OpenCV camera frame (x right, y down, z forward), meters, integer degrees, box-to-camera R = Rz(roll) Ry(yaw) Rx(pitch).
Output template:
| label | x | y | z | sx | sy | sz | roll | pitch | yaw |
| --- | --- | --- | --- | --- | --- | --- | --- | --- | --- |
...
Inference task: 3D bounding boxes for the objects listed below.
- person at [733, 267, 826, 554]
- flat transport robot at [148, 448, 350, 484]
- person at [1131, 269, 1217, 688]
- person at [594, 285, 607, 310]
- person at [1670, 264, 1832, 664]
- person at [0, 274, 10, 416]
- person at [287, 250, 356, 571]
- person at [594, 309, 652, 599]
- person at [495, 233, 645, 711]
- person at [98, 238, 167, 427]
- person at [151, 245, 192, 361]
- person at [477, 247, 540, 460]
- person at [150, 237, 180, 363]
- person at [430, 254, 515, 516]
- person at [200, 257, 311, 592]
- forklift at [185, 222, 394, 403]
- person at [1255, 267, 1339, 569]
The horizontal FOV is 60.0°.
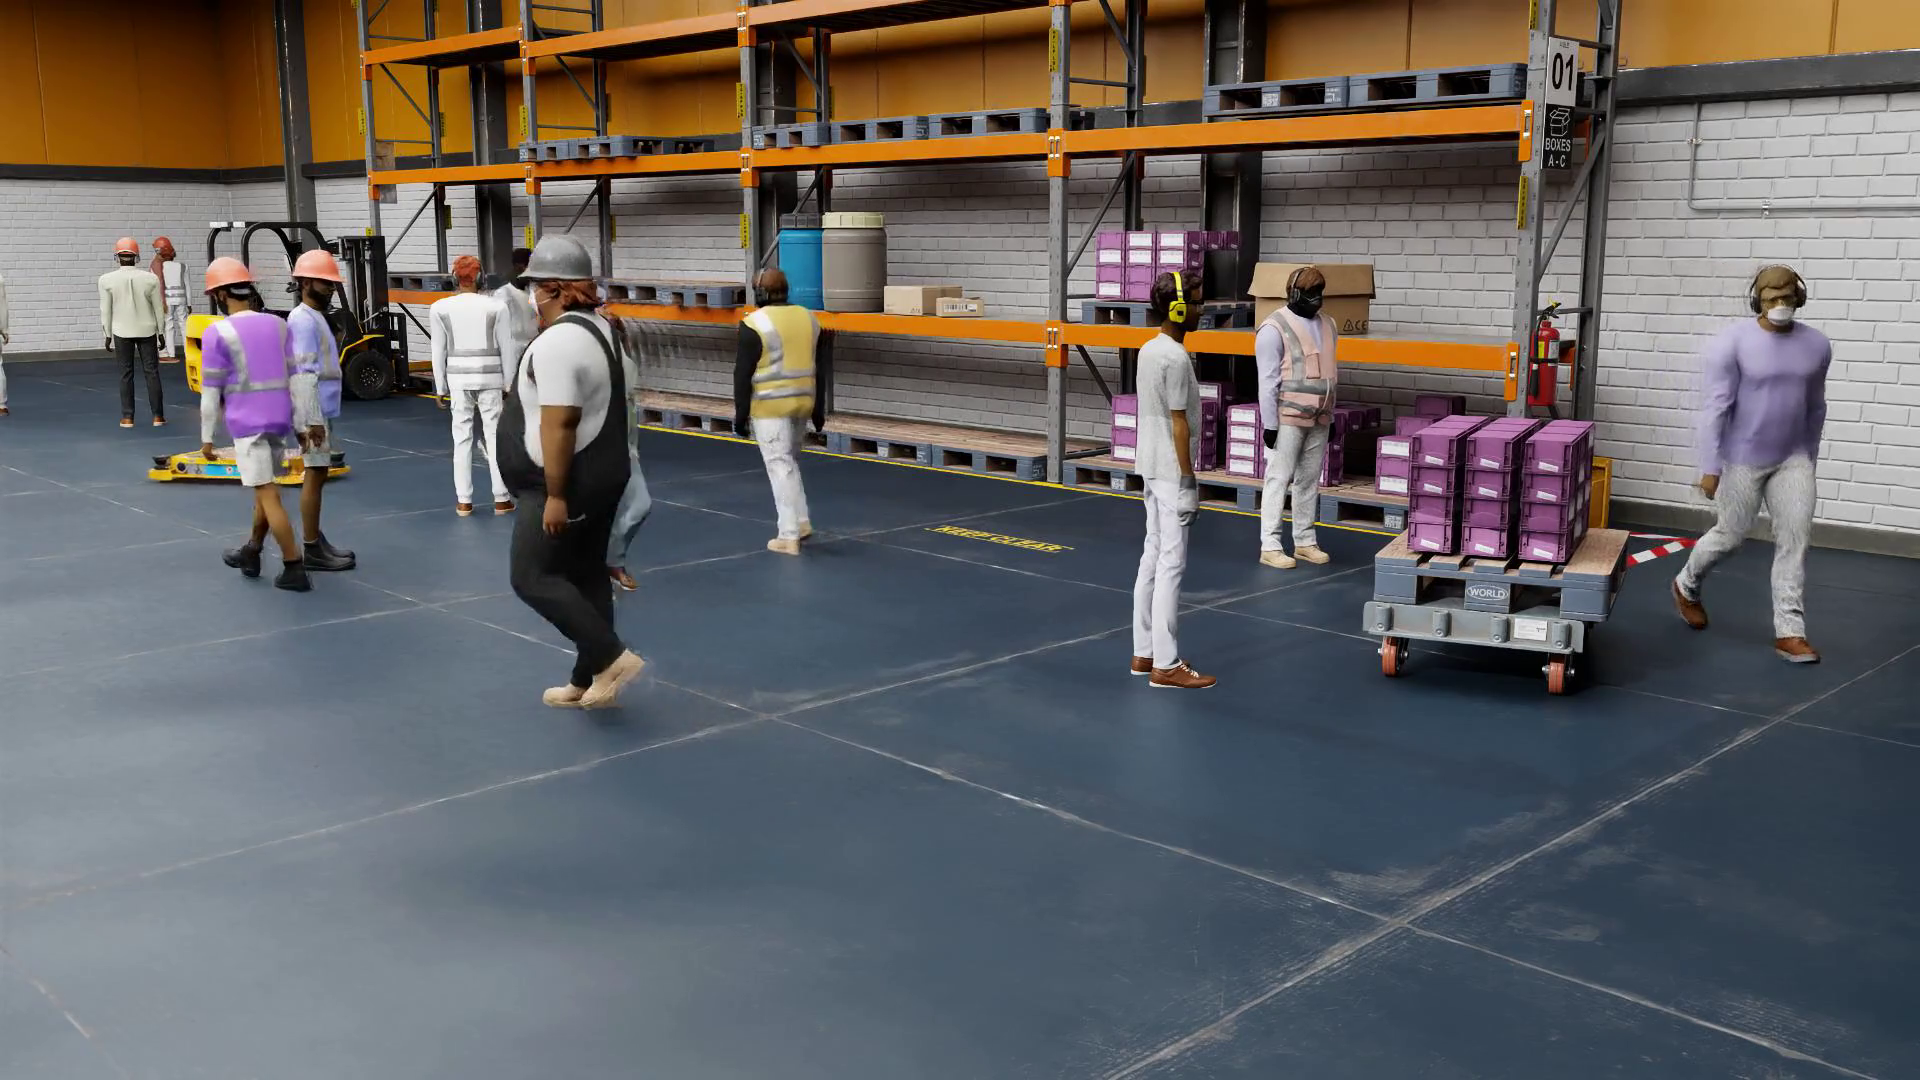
| label | x | y | z | sx | sy | sz | roll | pitch | yaw |
| --- | --- | --- | --- | --- | --- | --- | --- | --- | --- |
| person | -1.168 | -0.820 | 10.611 | 0.498 | 1.821 | 0.630 | 9 | 14 | 40 |
| flat transport robot | -5.879 | -0.623 | 13.770 | 1.431 | 0.197 | 0.652 | 2 | 11 | 11 |
| person | 0.959 | -0.270 | 7.485 | 0.328 | 1.872 | 0.509 | -2 | 11 | -13 |
| person | -3.489 | -1.756 | 15.548 | 0.899 | 1.892 | 0.599 | 8 | 13 | 36 |
| person | 3.878 | -0.398 | 8.142 | 0.641 | 1.905 | 0.921 | -2 | 11 | -8 |
| person | -10.913 | -2.321 | 18.482 | 0.632 | 1.940 | 0.372 | -9 | 13 | -39 |
| person | -3.879 | -0.782 | 10.097 | 0.375 | 1.934 | 0.548 | -3 | 11 | -16 |
| person | -1.959 | -0.468 | 9.250 | 0.381 | 1.617 | 0.522 | 7 | 12 | 33 |
| person | -1.657 | -0.261 | 6.967 | 0.548 | 2.000 | 0.689 | 1 | 10 | 7 |
| person | -8.739 | -2.189 | 17.604 | 0.612 | 1.995 | 0.382 | -6 | 12 | -30 |
| person | -12.535 | -3.761 | 26.484 | 0.575 | 1.883 | 0.362 | -7 | 13 | -35 |
| person | -3.971 | -1.612 | 14.664 | 0.774 | 1.924 | 0.610 | 1 | 10 | 8 |
| person | -12.669 | -3.817 | 26.490 | 0.392 | 1.990 | 0.614 | -4 | 11 | -20 |
| person | -3.505 | -1.111 | 12.025 | 0.573 | 1.887 | 0.355 | -2 | 11 | -9 |
| person | -4.111 | -0.656 | 9.534 | 0.946 | 1.887 | 0.566 | 6 | 12 | 30 |
| forklift | -8.169 | -2.758 | 20.163 | 2.313 | 2.155 | 1.214 | -10 | 14 | -44 |
| person | 2.078 | -0.742 | 10.174 | 0.619 | 1.836 | 0.431 | -8 | 13 | -36 |
